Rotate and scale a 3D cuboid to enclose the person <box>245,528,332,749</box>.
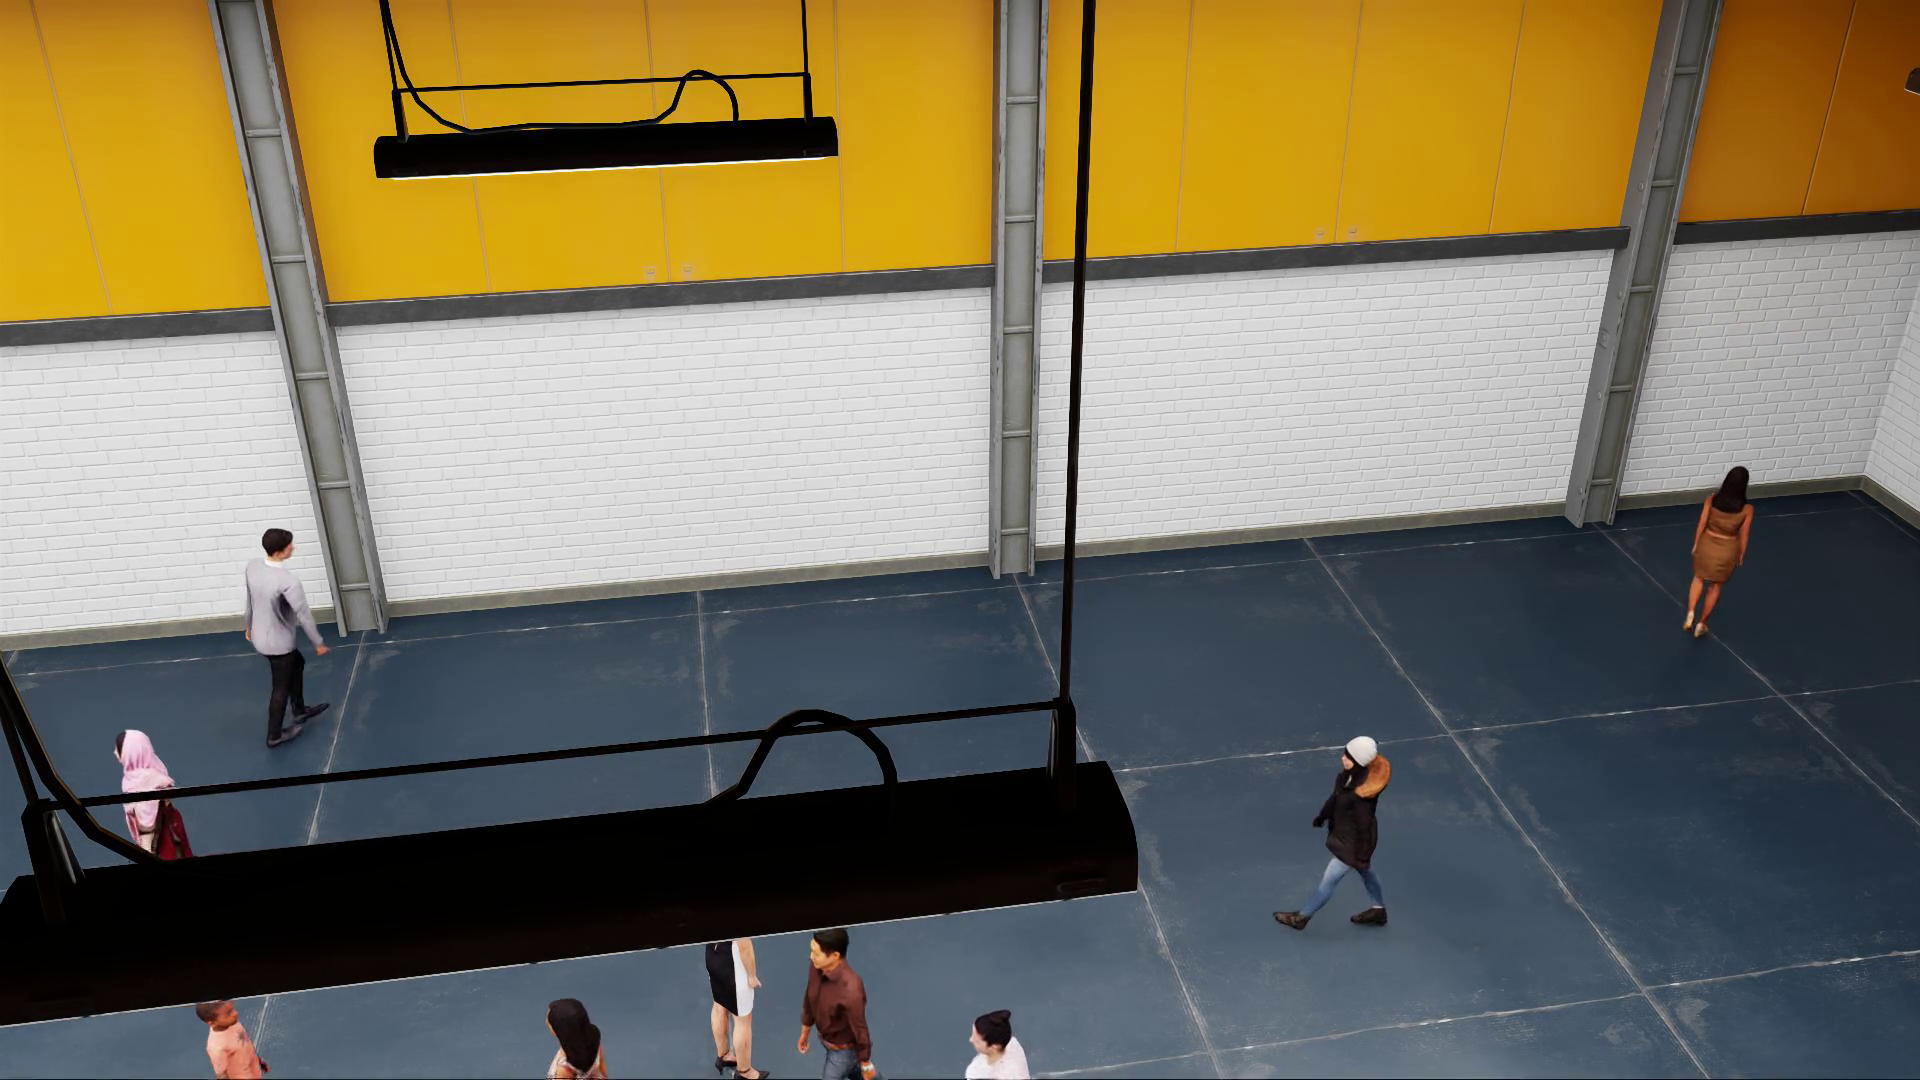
[{"bbox_3d":[-5.467,0.803,13.123,1.021,1.880,1.083,14,32,25],"label":"person"}]

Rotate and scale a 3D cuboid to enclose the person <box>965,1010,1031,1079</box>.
[{"bbox_3d":[0.319,3.181,8.946,1.093,1.705,0.818,1,29,1],"label":"person"}]

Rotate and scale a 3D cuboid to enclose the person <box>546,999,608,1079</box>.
[{"bbox_3d":[-1.946,3.160,9.083,1.066,1.611,0.777,1,29,1],"label":"person"}]

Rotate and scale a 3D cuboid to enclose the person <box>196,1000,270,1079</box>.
[{"bbox_3d":[-4.205,3.086,9.541,0.873,1.301,0.513,-4,29,-7],"label":"person"}]

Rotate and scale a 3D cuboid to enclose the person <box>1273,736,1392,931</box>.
[{"bbox_3d":[2.729,2.006,11.216,1.107,1.594,0.829,3,29,5],"label":"person"}]

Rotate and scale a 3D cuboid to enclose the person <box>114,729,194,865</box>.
[{"bbox_3d":[-5.360,1.940,11.286,0.782,1.643,0.762,-12,31,-21],"label":"person"}]

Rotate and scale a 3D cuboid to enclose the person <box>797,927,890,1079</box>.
[{"bbox_3d":[-0.593,2.848,9.527,1.216,1.734,0.895,-16,33,-27],"label":"person"}]

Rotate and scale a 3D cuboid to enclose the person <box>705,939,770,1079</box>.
[{"bbox_3d":[-1.384,2.558,9.993,0.645,1.796,0.668,25,37,38],"label":"person"}]

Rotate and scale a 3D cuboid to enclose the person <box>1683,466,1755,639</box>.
[{"bbox_3d":[6.584,0.156,14.520,0.777,1.677,0.842,20,35,33],"label":"person"}]
